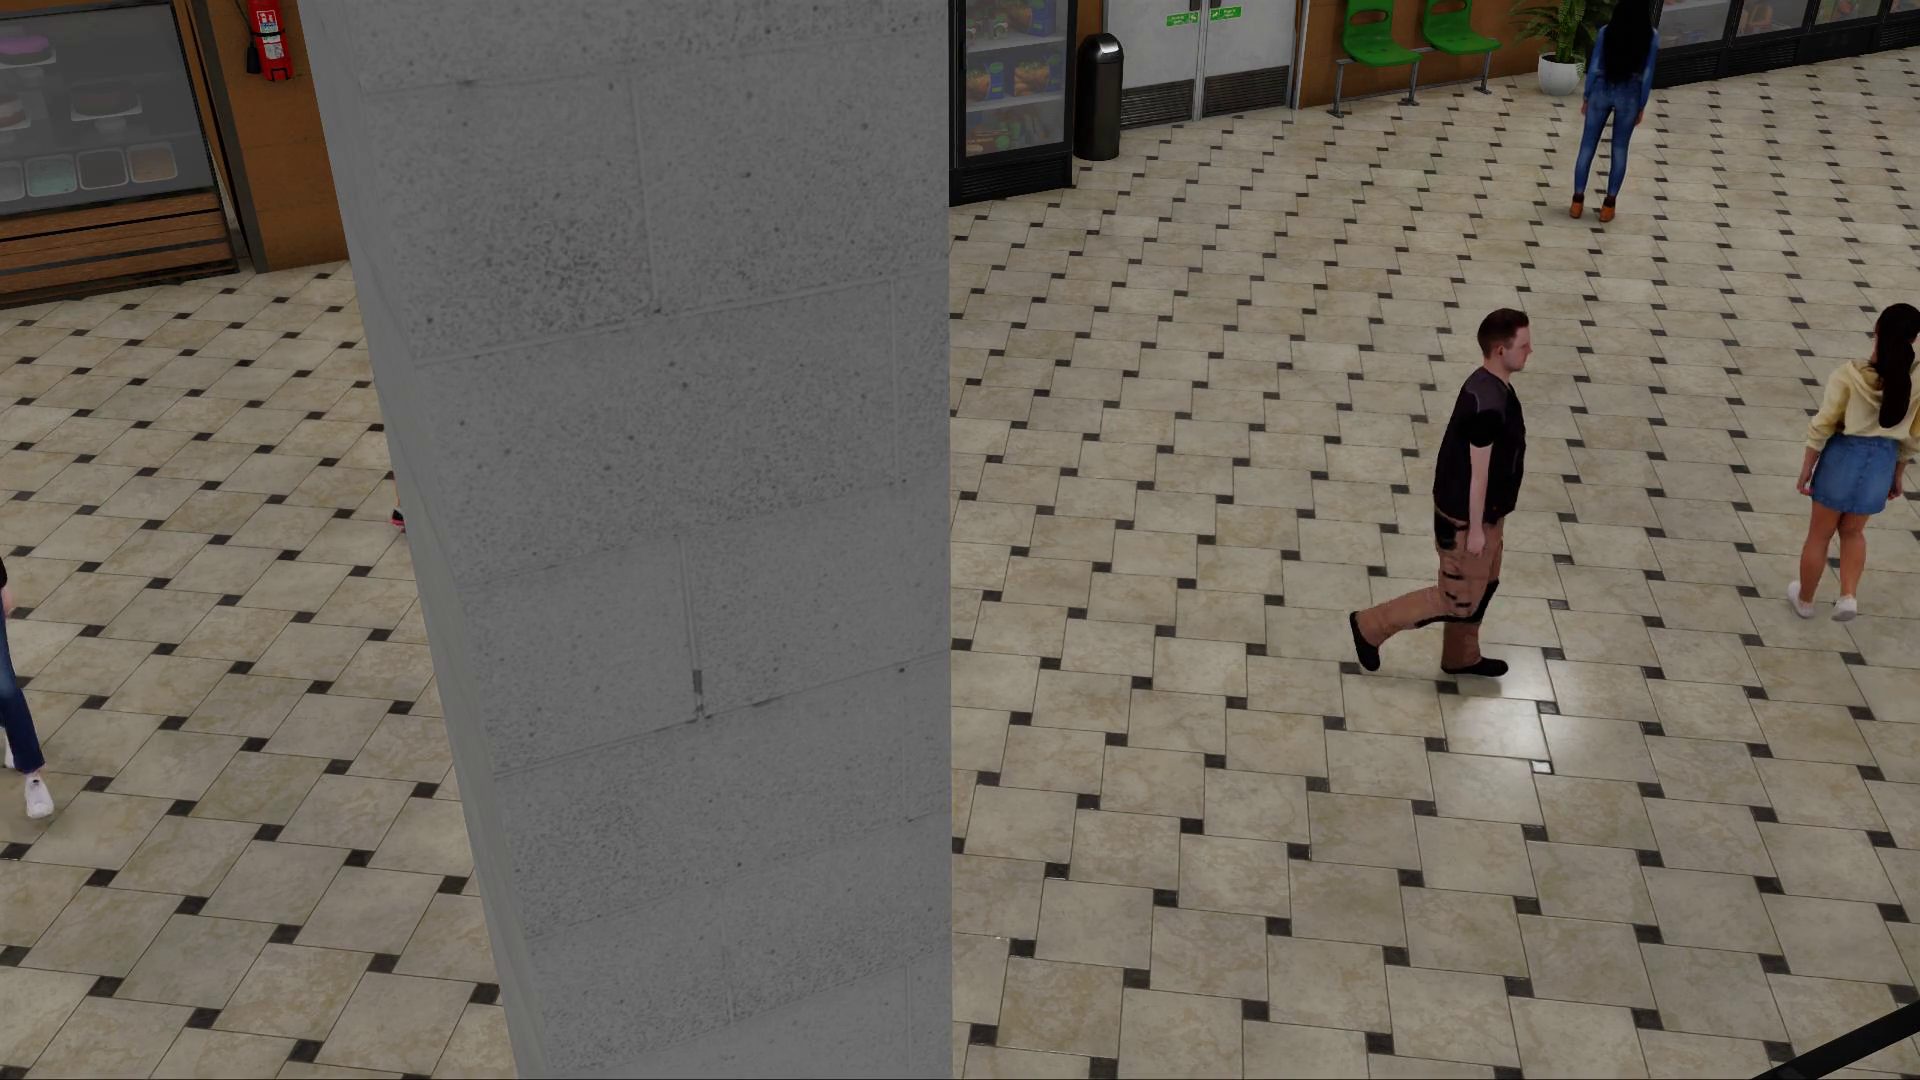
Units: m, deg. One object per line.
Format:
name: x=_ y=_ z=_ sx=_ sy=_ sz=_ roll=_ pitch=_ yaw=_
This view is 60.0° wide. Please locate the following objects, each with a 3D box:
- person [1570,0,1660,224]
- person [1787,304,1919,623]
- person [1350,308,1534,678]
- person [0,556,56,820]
person: x=4.815 y=-3.200 z=12.238 sx=0.662 sy=1.711 sz=0.732 roll=13 pitch=34 yaw=19
person: x=4.127 y=-0.273 z=7.621 sx=0.862 sy=1.618 sz=0.941 roll=4 pitch=32 yaw=7
person: x=2.132 y=-0.146 z=7.227 sx=1.085 sy=1.818 sz=1.025 roll=10 pitch=33 yaw=16
person: x=-4.051 y=0.216 z=6.705 sx=0.568 sy=1.756 sz=0.953 roll=-12 pitch=34 yaw=-19
